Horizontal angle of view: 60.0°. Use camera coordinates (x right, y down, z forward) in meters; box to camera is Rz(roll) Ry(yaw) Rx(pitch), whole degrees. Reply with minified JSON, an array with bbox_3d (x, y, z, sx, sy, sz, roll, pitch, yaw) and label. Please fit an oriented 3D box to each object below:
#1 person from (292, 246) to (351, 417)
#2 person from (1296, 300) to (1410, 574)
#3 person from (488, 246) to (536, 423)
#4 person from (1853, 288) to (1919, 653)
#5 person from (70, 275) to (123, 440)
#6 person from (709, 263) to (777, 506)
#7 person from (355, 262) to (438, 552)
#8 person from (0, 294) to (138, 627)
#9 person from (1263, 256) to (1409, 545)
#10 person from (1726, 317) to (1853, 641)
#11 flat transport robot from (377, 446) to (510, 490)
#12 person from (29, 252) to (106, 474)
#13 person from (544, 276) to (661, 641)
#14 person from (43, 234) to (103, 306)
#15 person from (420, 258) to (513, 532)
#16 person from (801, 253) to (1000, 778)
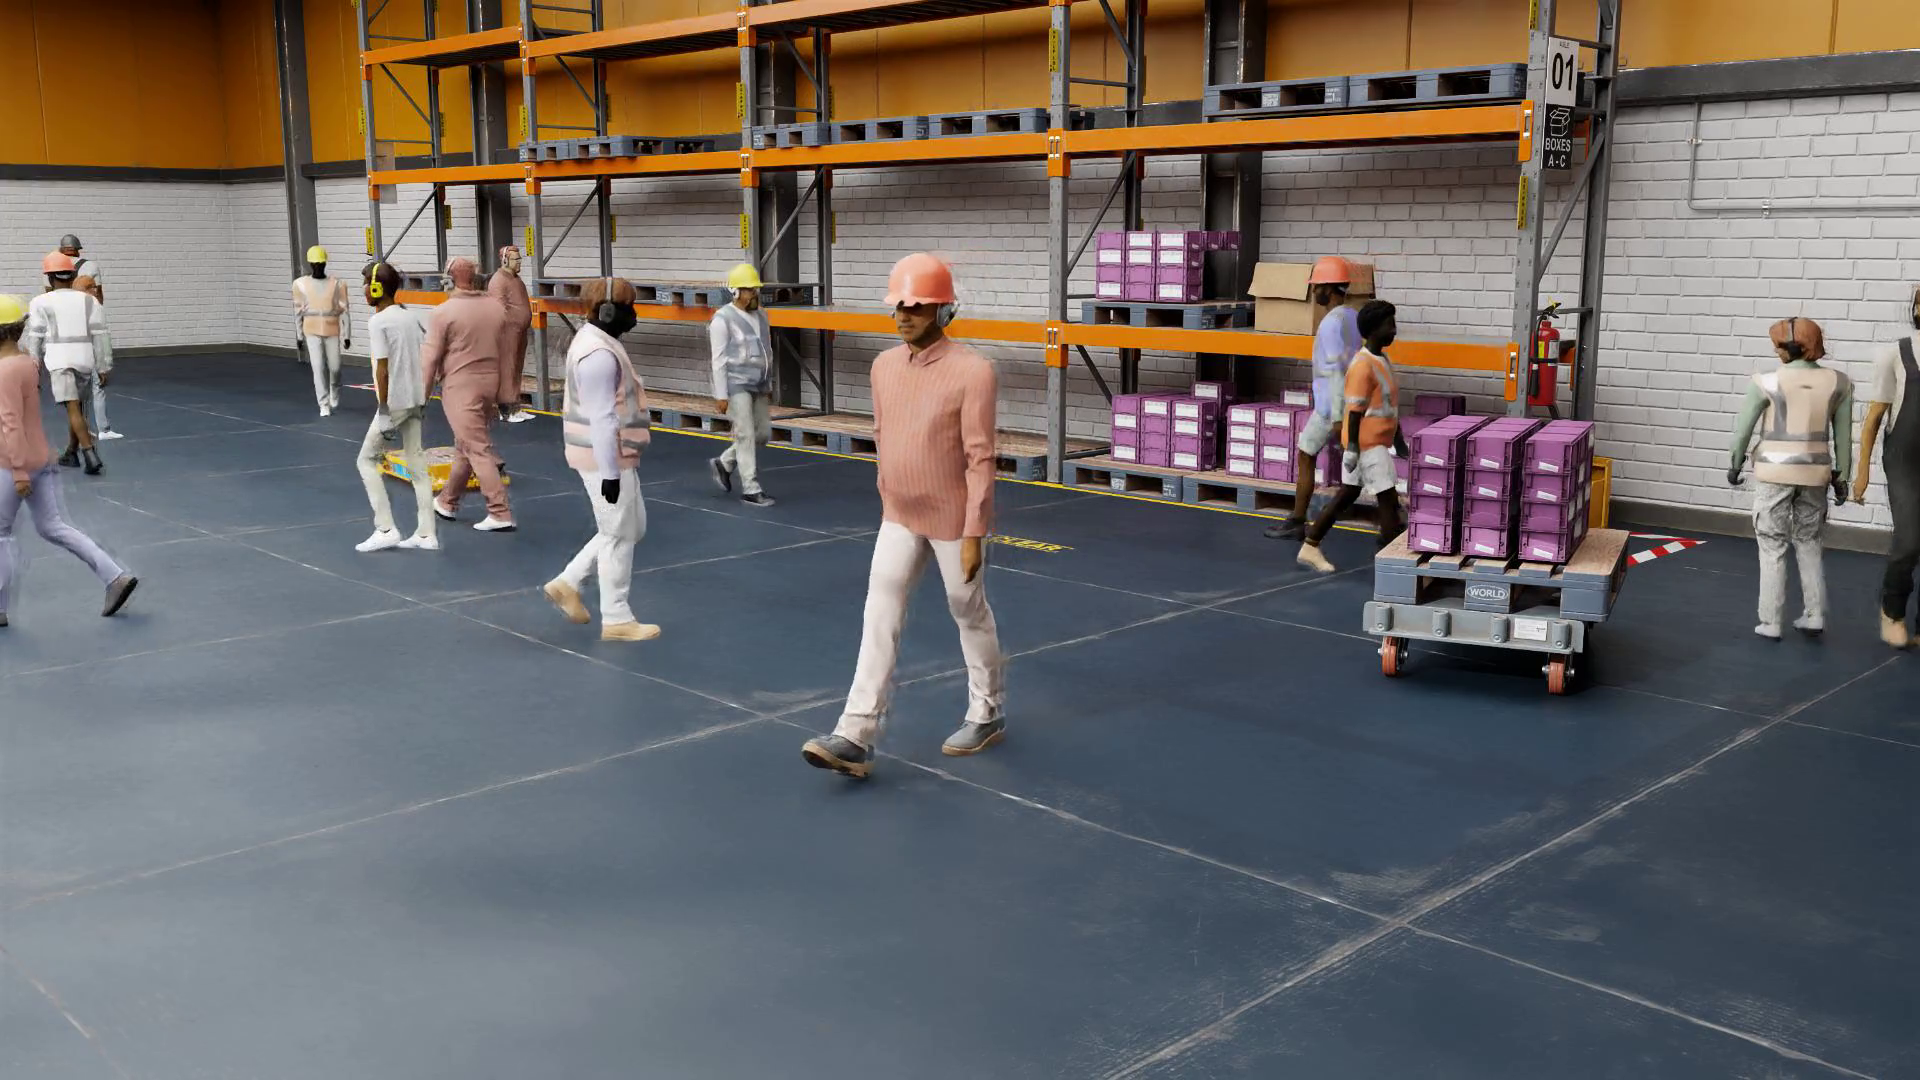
[{"bbox_3d":[-7.209,-2.367,18.822,0.591,1.908,0.704,-4,11,-21],"label":"person"},{"bbox_3d":[2.376,-0.575,9.725,0.864,1.655,0.528,4,11,23],"label":"person"},{"bbox_3d":[-4.860,-2.239,18.118,0.404,1.906,0.652,1,10,5],"label":"person"},{"bbox_3d":[4.585,-0.311,7.861,0.616,1.814,0.440,2,11,8],"label":"person"},{"bbox_3d":[-8.633,-1.807,16.512,0.505,1.633,0.279,3,11,14],"label":"person"},{"bbox_3d":[-1.652,-1.167,12.514,0.611,1.818,0.607,6,12,31],"label":"person"},{"bbox_3d":[-3.656,-0.844,10.682,0.617,1.848,0.537,3,11,17],"label":"person"},{"bbox_3d":[-4.801,-0.408,8.616,0.821,1.736,0.529,-3,11,-15],"label":"person"},{"bbox_3d":[2.515,-0.895,10.833,0.969,1.902,0.545,7,12,32],"label":"person"},{"bbox_3d":[4.130,-0.300,8.316,0.563,1.625,0.443,0,10,2],"label":"person"},{"bbox_3d":[-4.262,-0.600,13.643,0.652,0.197,1.431,-7,13,-34],"label":"flat transport robot"},{"bbox_3d":[-7.610,-1.509,14.224,1.035,1.888,0.556,10,14,43],"label":"person"},{"bbox_3d":[-1.773,-0.390,8.252,0.488,1.824,0.648,-2,11,-12],"label":"person"},{"bbox_3d":[-11.870,-3.079,22.336,0.684,2.000,0.536,-4,11,-23],"label":"person"},{"bbox_3d":[-3.465,-0.999,11.474,0.982,1.853,0.662,5,12,27],"label":"person"},{"bbox_3d":[-0.154,-0.073,6.180,0.637,1.941,1.045,8,13,36],"label":"person"}]
